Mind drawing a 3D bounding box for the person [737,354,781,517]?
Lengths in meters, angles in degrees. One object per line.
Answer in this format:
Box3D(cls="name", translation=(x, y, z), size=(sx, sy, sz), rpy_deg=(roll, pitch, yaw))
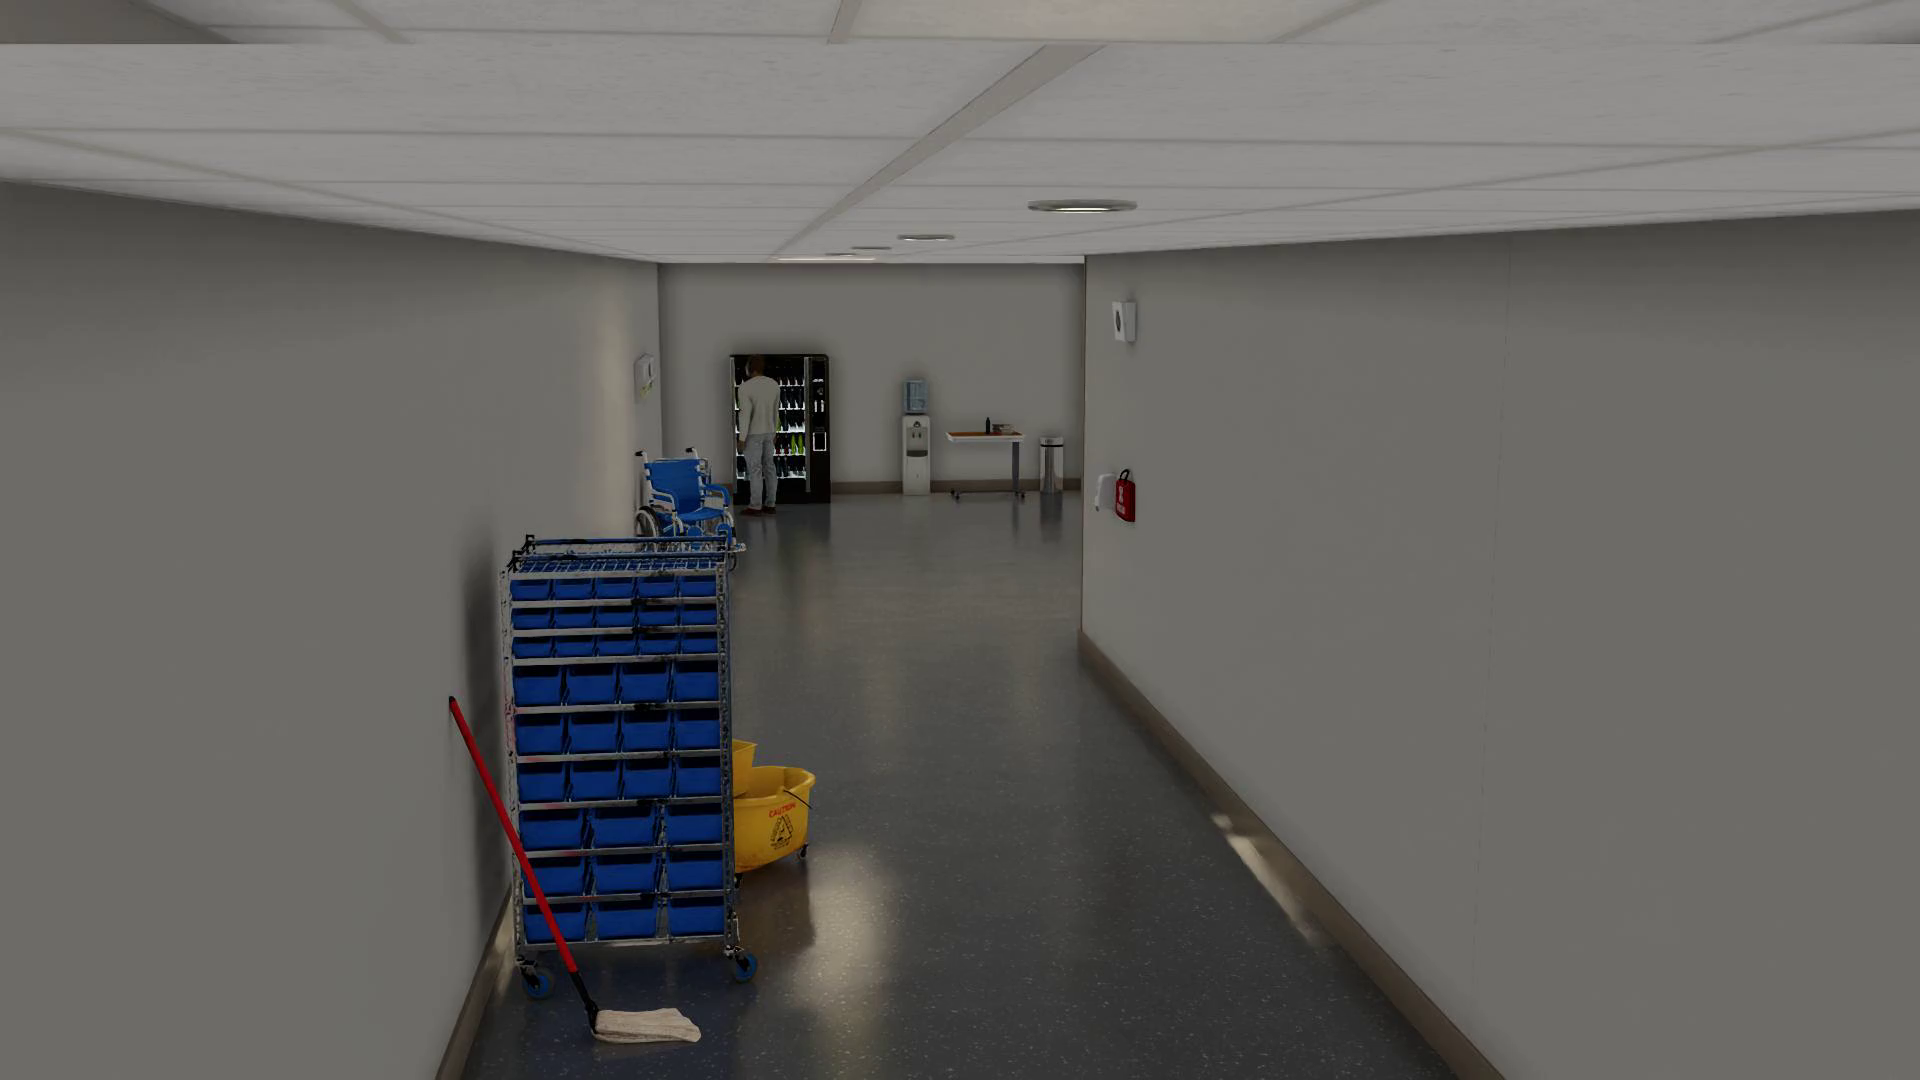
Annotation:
Box3D(cls="person", translation=(-2.409, -1.246, 19.817), size=(0.372, 1.940, 0.630), rpy_deg=(7, 11, 36))
